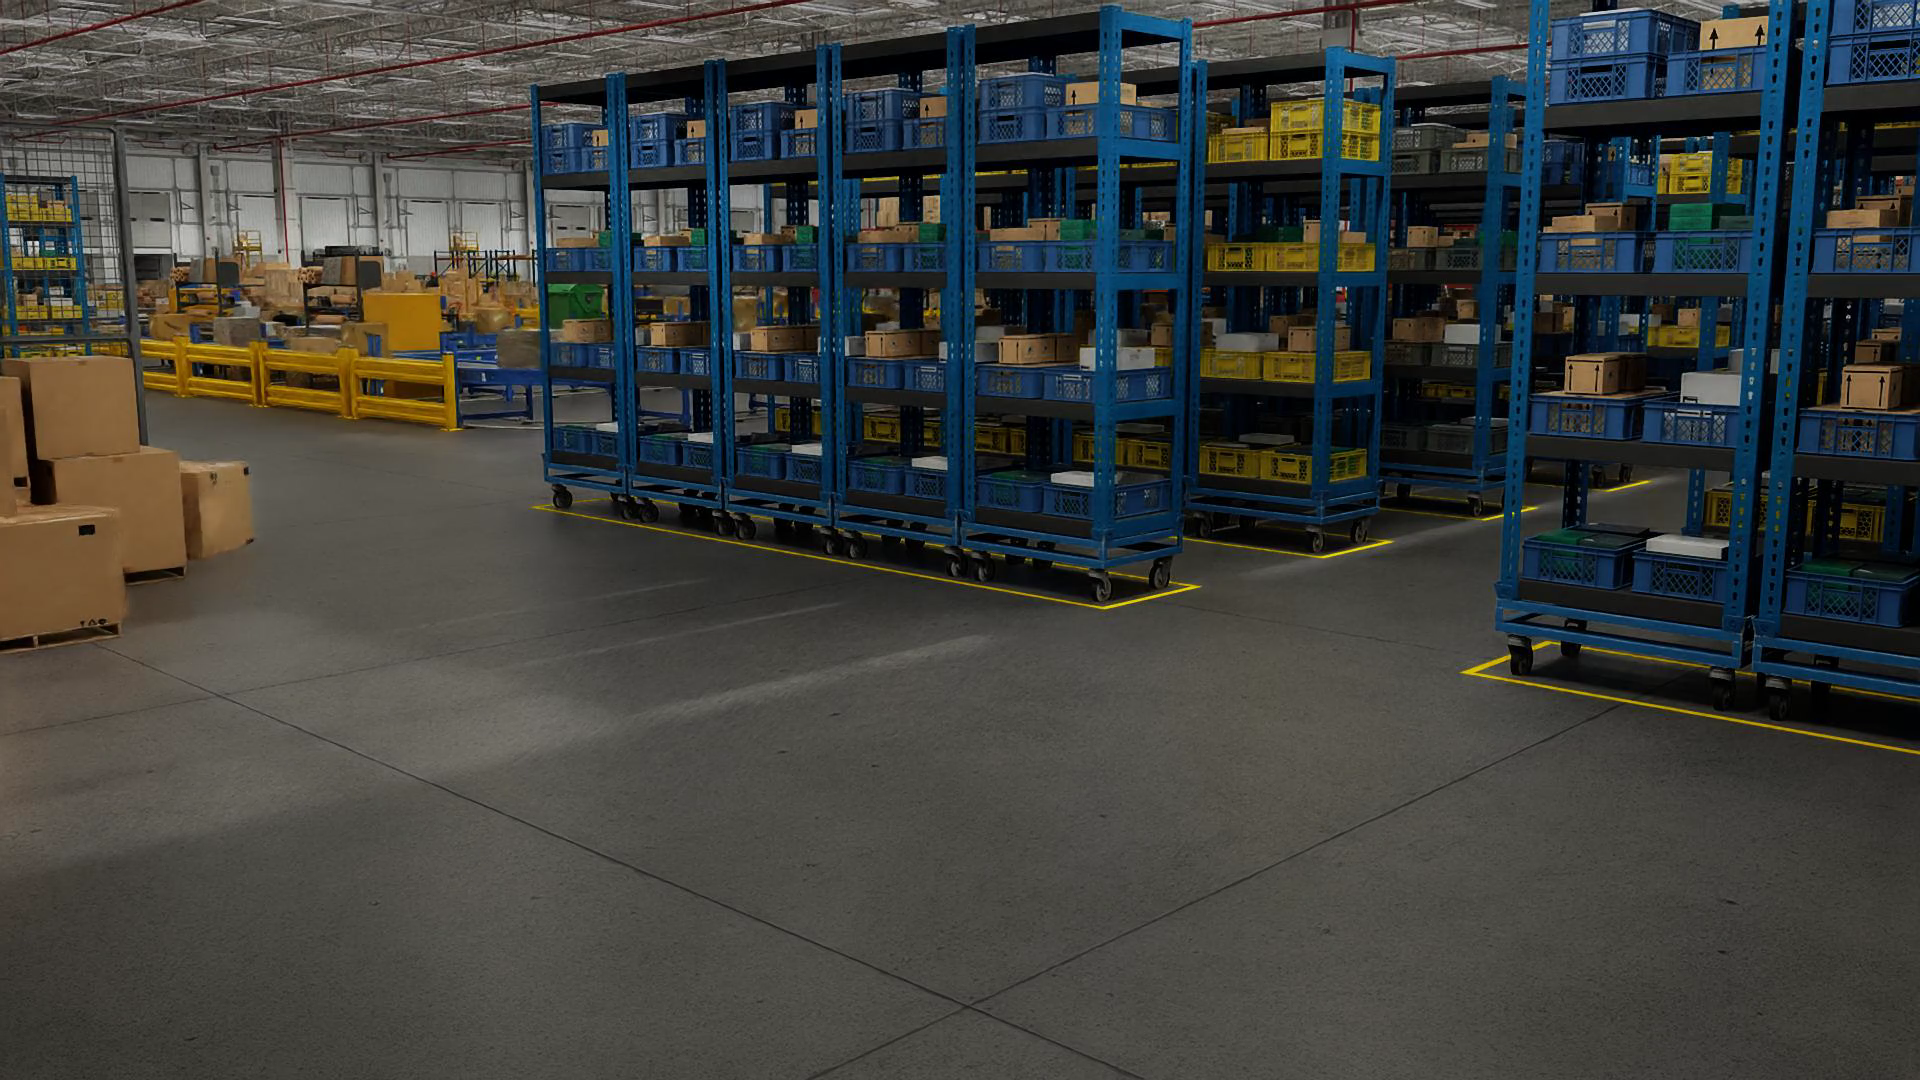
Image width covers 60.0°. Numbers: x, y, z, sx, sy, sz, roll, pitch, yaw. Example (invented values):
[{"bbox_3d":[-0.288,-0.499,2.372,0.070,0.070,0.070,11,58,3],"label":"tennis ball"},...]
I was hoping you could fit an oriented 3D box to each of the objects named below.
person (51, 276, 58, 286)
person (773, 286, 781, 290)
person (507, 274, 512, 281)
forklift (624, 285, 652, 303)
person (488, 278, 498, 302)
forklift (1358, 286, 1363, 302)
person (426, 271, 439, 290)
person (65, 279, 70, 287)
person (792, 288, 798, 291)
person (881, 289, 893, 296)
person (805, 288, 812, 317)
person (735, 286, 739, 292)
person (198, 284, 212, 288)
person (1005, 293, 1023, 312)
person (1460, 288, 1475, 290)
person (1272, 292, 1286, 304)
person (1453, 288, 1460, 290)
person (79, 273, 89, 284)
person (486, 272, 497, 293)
[{"bbox_3d":[-38.315,-10.408,70.639,0.629,1.940,0.379,-2,9,-11],"label":"person"},{"bbox_3d":[-7.911,-10.410,70.686,0.610,1.934,0.943,-2,9,-12],"label":"person"},{"bbox_3d":[-20.507,-11.248,76.161,0.519,1.828,0.957,7,12,38],"label":"person"},{"bbox_3d":[-16.875,-13.354,85.818,1.873,2.768,1.129,9,13,43],"label":"forklift"},{"bbox_3d":[-16.702,-8.487,59.415,0.333,1.760,0.527,0,9,-2],"label":"person"},{"bbox_3d":[11.100,-7.017,46.970,1.873,2.768,1.129,9,13,43],"label":"forklift"},{"bbox_3d":[-18.745,-8.586,59.292,0.610,1.996,0.378,5,11,29],"label":"person"},{"bbox_3d":[-42.604,-11.798,79.219,0.690,1.926,0.620,-3,10,-19],"label":"person"},{"bbox_3d":[-6.105,-8.819,61.638,0.614,1.679,0.568,4,10,23],"label":"person"},{"bbox_3d":[-2.655,-8.537,59.540,0.568,1.817,0.612,6,11,32],"label":"person"},{"bbox_3d":[-4.130,-6.093,44.845,0.535,1.729,0.886,-9,13,-43],"label":"person"},{"bbox_3d":[-11.824,-13.056,86.892,0.421,1.933,0.650,-6,11,-32],"label":"person"},{"bbox_3d":[-37.248,-12.229,82.098,0.624,1.845,0.430,-2,9,-12],"label":"person"},{"bbox_3d":[0.625,-2.257,20.999,0.403,1.827,0.599,1,9,7],"label":"person"},{"bbox_3d":[16.930,-7.896,55.434,0.651,1.881,0.857,-4,10,-23],"label":"person"},{"bbox_3d":[10.877,-8.018,56.981,0.503,1.608,0.533,6,11,35],"label":"person"},{"bbox_3d":[19.542,-9.593,65.437,0.533,2.013,0.675,-6,11,-33],"label":"person"},{"bbox_3d":[-34.097,-9.471,65.012,0.546,1.899,0.903,2,10,15],"label":"person"},{"bbox_3d":[-23.891,-12.704,84.816,0.663,1.898,0.548,6,11,34],"label":"person"}]
